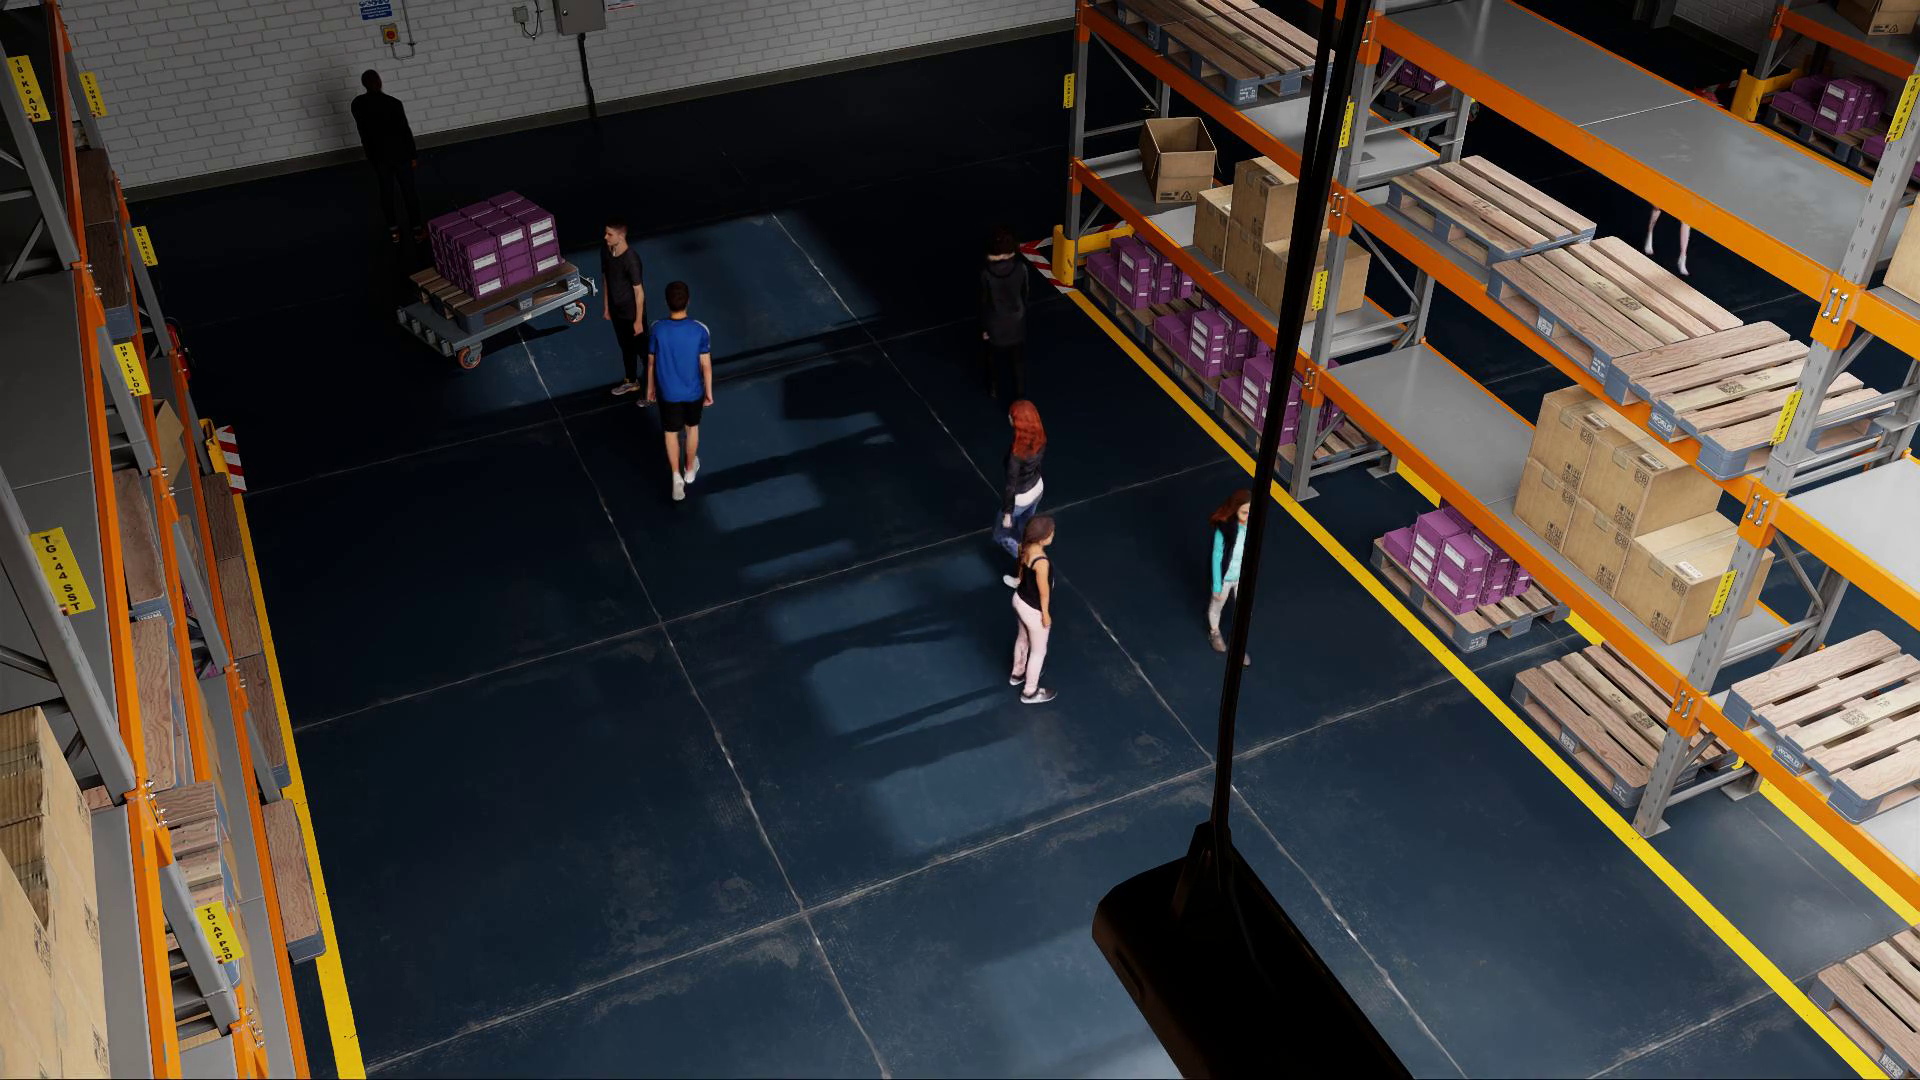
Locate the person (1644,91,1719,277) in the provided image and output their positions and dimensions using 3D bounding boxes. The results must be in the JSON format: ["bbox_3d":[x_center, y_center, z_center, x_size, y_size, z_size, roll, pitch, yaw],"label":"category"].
[{"bbox_3d":[7.004,-3.558,16.308,0.870,1.785,1.164,-2,39,-3],"label":"person"}]

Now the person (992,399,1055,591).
[{"bbox_3d":[0.529,-0.236,12.157,0.854,1.774,0.770,25,45,27],"label":"person"}]

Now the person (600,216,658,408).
[{"bbox_3d":[-2.864,-1.986,14.356,0.640,1.765,0.773,27,46,30],"label":"person"}]

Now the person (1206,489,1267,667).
[{"bbox_3d":[1.908,0.192,11.854,0.615,1.483,0.713,-10,40,-12],"label":"person"}]

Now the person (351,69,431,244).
[{"bbox_3d":[-5.701,-3.835,16.630,0.789,1.817,0.791,4,39,5],"label":"person"}]

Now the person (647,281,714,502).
[{"bbox_3d":[-2.229,-1.148,13.243,0.929,1.843,1.144,-6,39,-8],"label":"person"}]

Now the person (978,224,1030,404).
[{"bbox_3d":[0.405,-1.810,14.145,0.823,1.753,1.185,-5,39,-7],"label":"person"}]

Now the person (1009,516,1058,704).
[{"bbox_3d":[0.495,0.462,11.454,0.644,1.561,0.440,-17,42,-20],"label":"person"}]
